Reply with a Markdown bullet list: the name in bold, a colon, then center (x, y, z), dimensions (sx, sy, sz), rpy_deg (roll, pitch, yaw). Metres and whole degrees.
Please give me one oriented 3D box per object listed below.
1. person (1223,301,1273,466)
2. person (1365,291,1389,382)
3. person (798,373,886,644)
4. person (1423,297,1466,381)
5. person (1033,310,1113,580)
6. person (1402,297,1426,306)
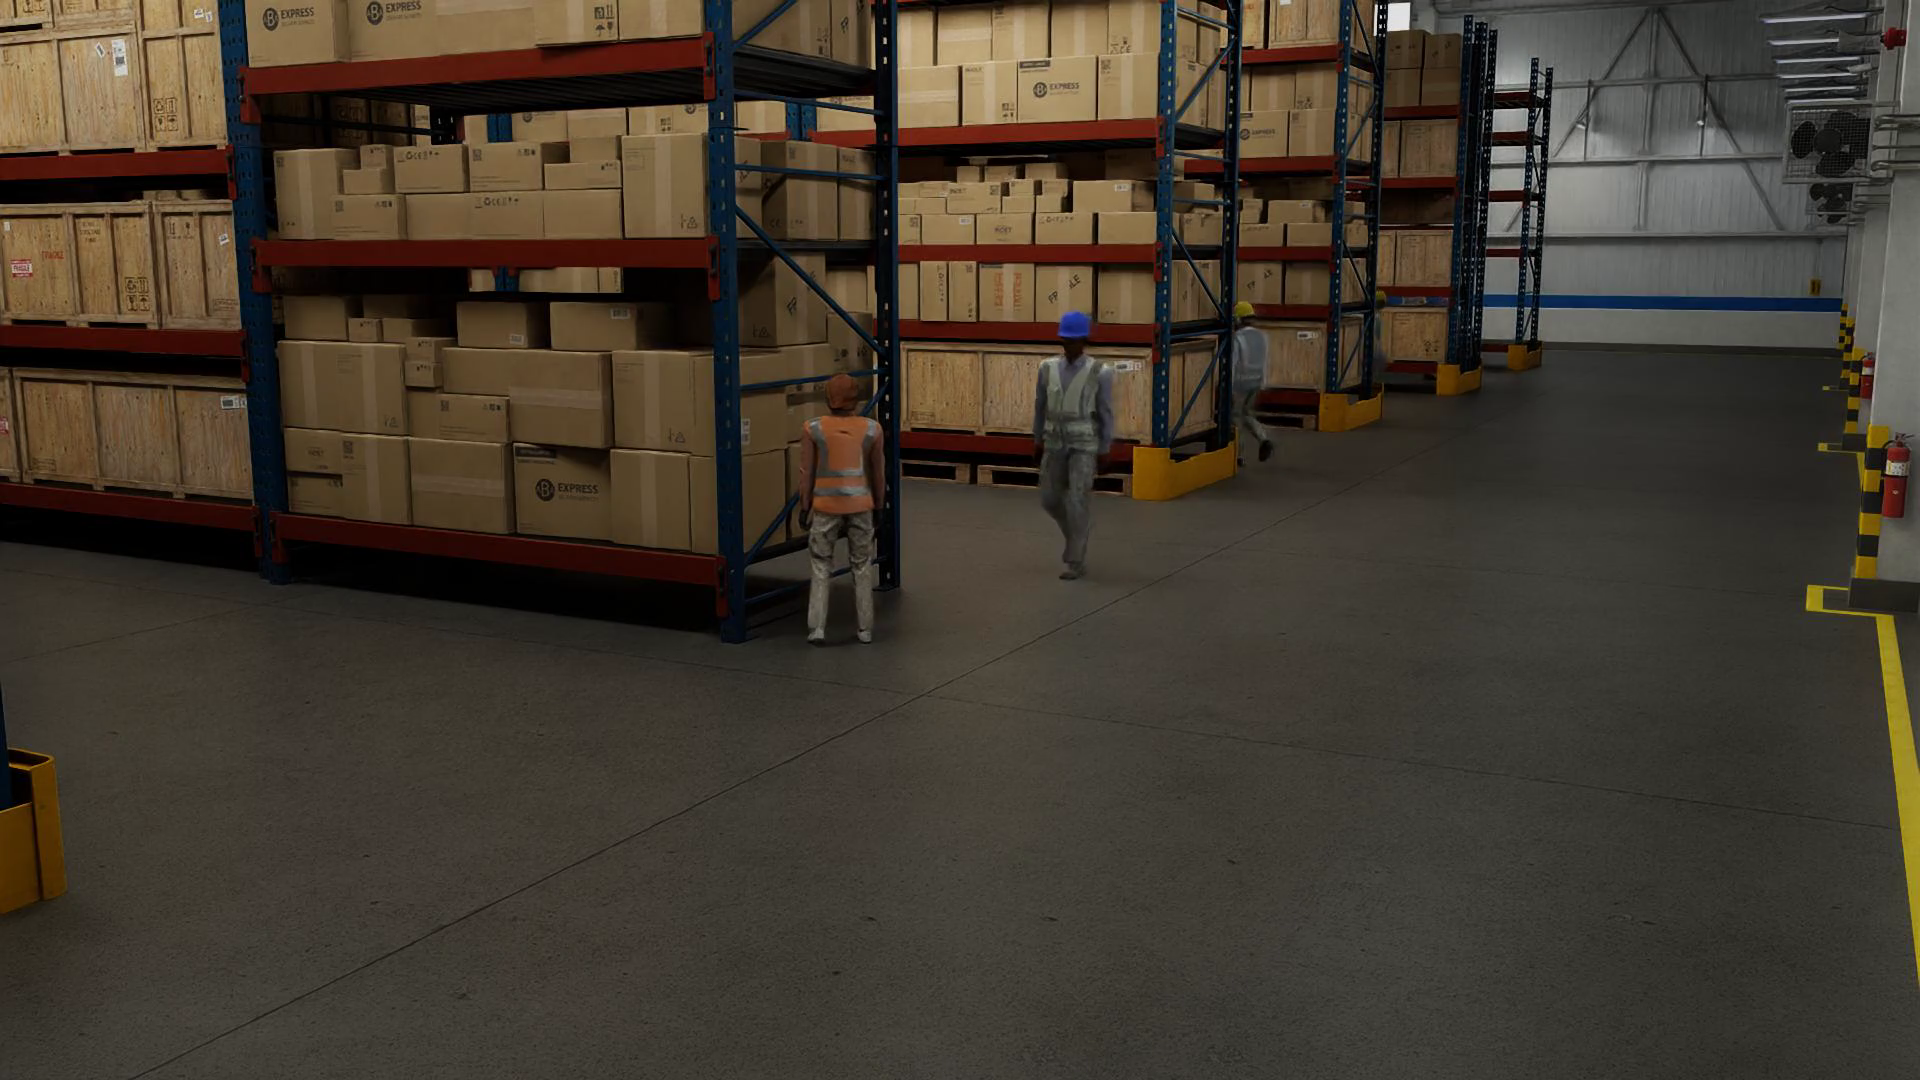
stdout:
- **person**: center (3.118, -1.690, 18.117), dimensions (0.595, 1.818, 0.498), rpy_deg (-8, 13, -40)
- **person**: center (6.667, -3.127, 26.678), dimensions (0.392, 1.728, 0.509), rpy_deg (4, 10, 20)
- **person**: center (-0.695, -0.172, 9.877), dimensions (0.527, 1.630, 0.315), rpy_deg (-2, 10, -11)
- **person**: center (8.888, -3.802, 30.143), dimensions (1.025, 1.891, 0.632), rpy_deg (5, 11, 29)
- **person**: center (0.826, -0.688, 11.975), dimensions (0.625, 1.927, 0.506), rpy_deg (6, 11, 31)
- **person**: center (10.732, -5.308, 39.376), dimensions (0.587, 1.701, 0.880), rpy_deg (-3, 10, -17)
